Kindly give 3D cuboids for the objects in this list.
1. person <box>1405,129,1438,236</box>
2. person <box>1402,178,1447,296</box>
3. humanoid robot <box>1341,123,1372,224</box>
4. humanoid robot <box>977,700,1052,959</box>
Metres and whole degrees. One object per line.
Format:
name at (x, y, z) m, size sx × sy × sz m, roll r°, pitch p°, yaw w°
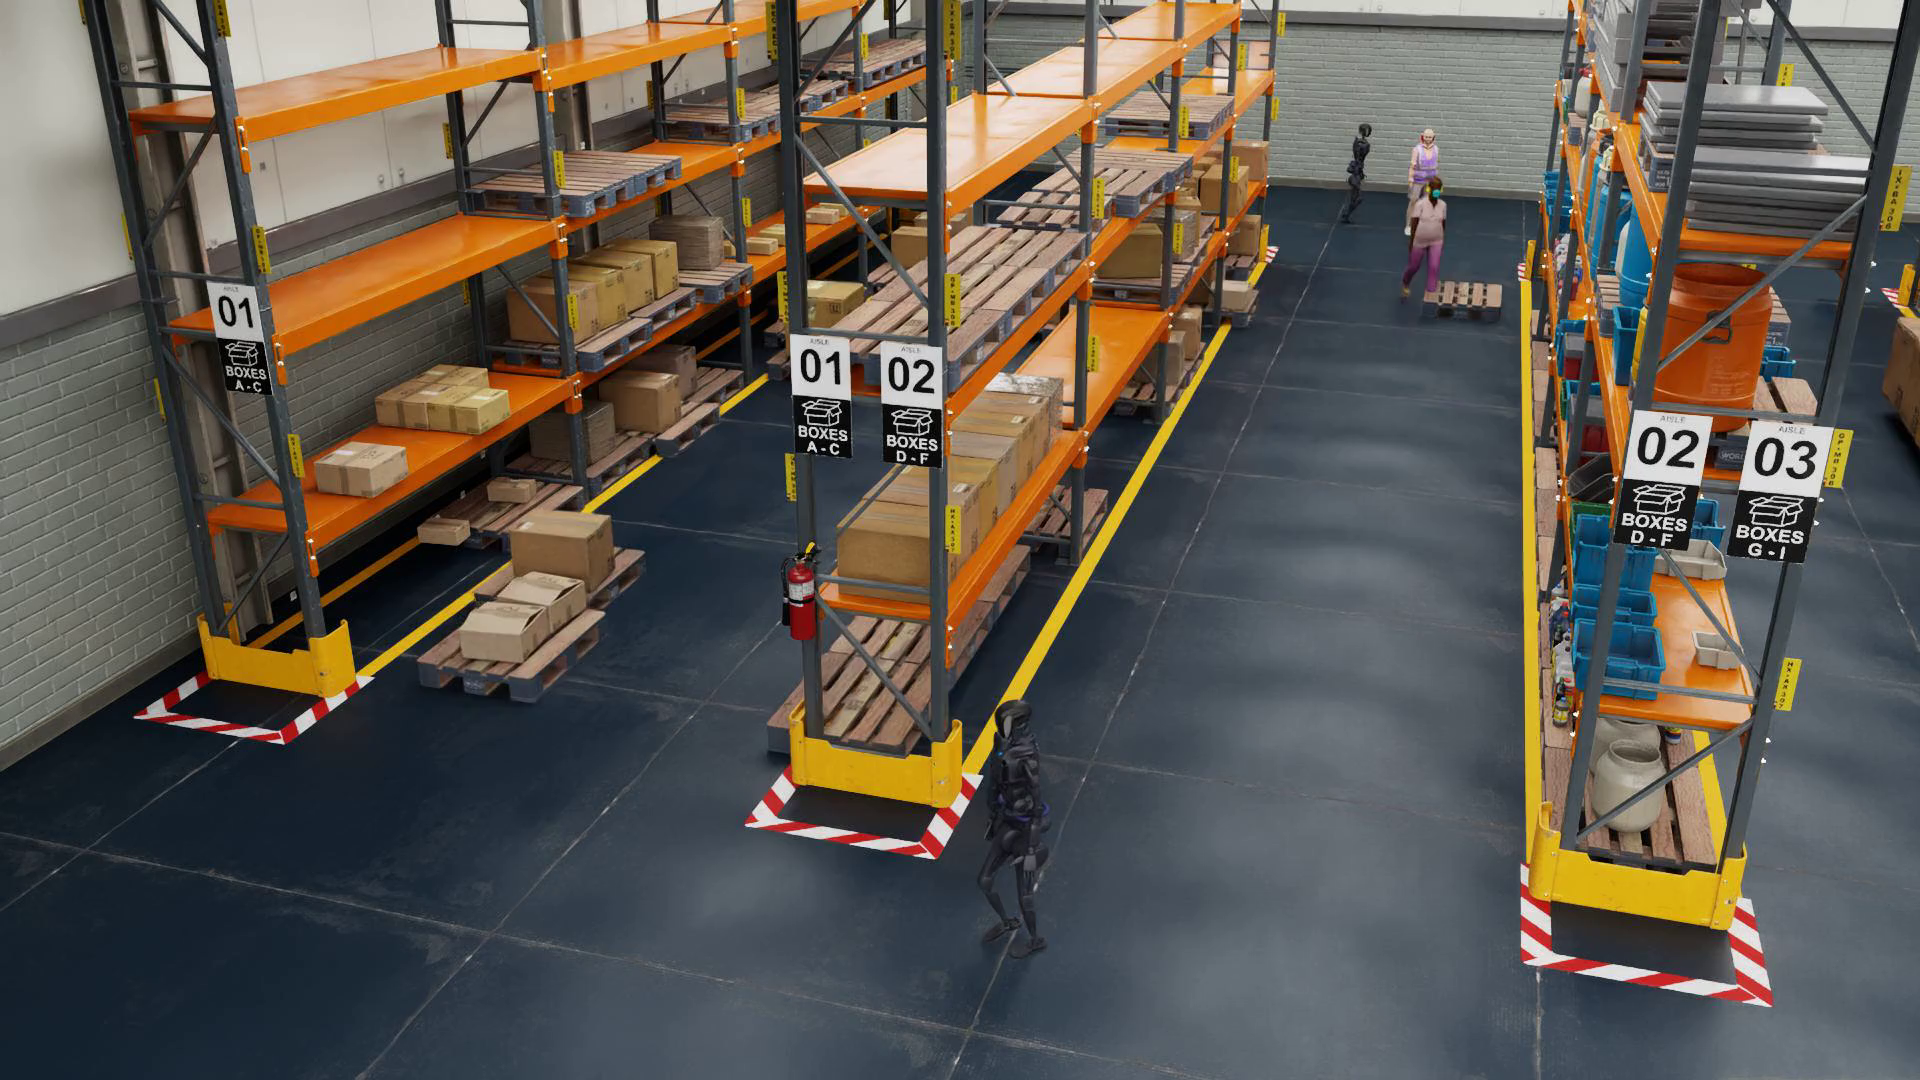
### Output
person at (7.419, -5.735, 26.670) m, size 0.494 × 1.692 × 0.341 m, roll -5°, pitch 24°, yaw -11°
person at (6.356, -4.090, 22.752) m, size 0.521 × 1.773 × 0.746 m, roll 0°, pitch 23°, yaw 0°
humanoid robot at (6.531, -6.029, 27.379) m, size 0.375 × 1.643 × 0.609 m, roll 9°, pitch 25°, yaw 21°
humanoid robot at (0.331, 1.668, 9.530) m, size 0.371 × 1.650 × 0.592 m, roll -12°, pitch 26°, yaw -25°
